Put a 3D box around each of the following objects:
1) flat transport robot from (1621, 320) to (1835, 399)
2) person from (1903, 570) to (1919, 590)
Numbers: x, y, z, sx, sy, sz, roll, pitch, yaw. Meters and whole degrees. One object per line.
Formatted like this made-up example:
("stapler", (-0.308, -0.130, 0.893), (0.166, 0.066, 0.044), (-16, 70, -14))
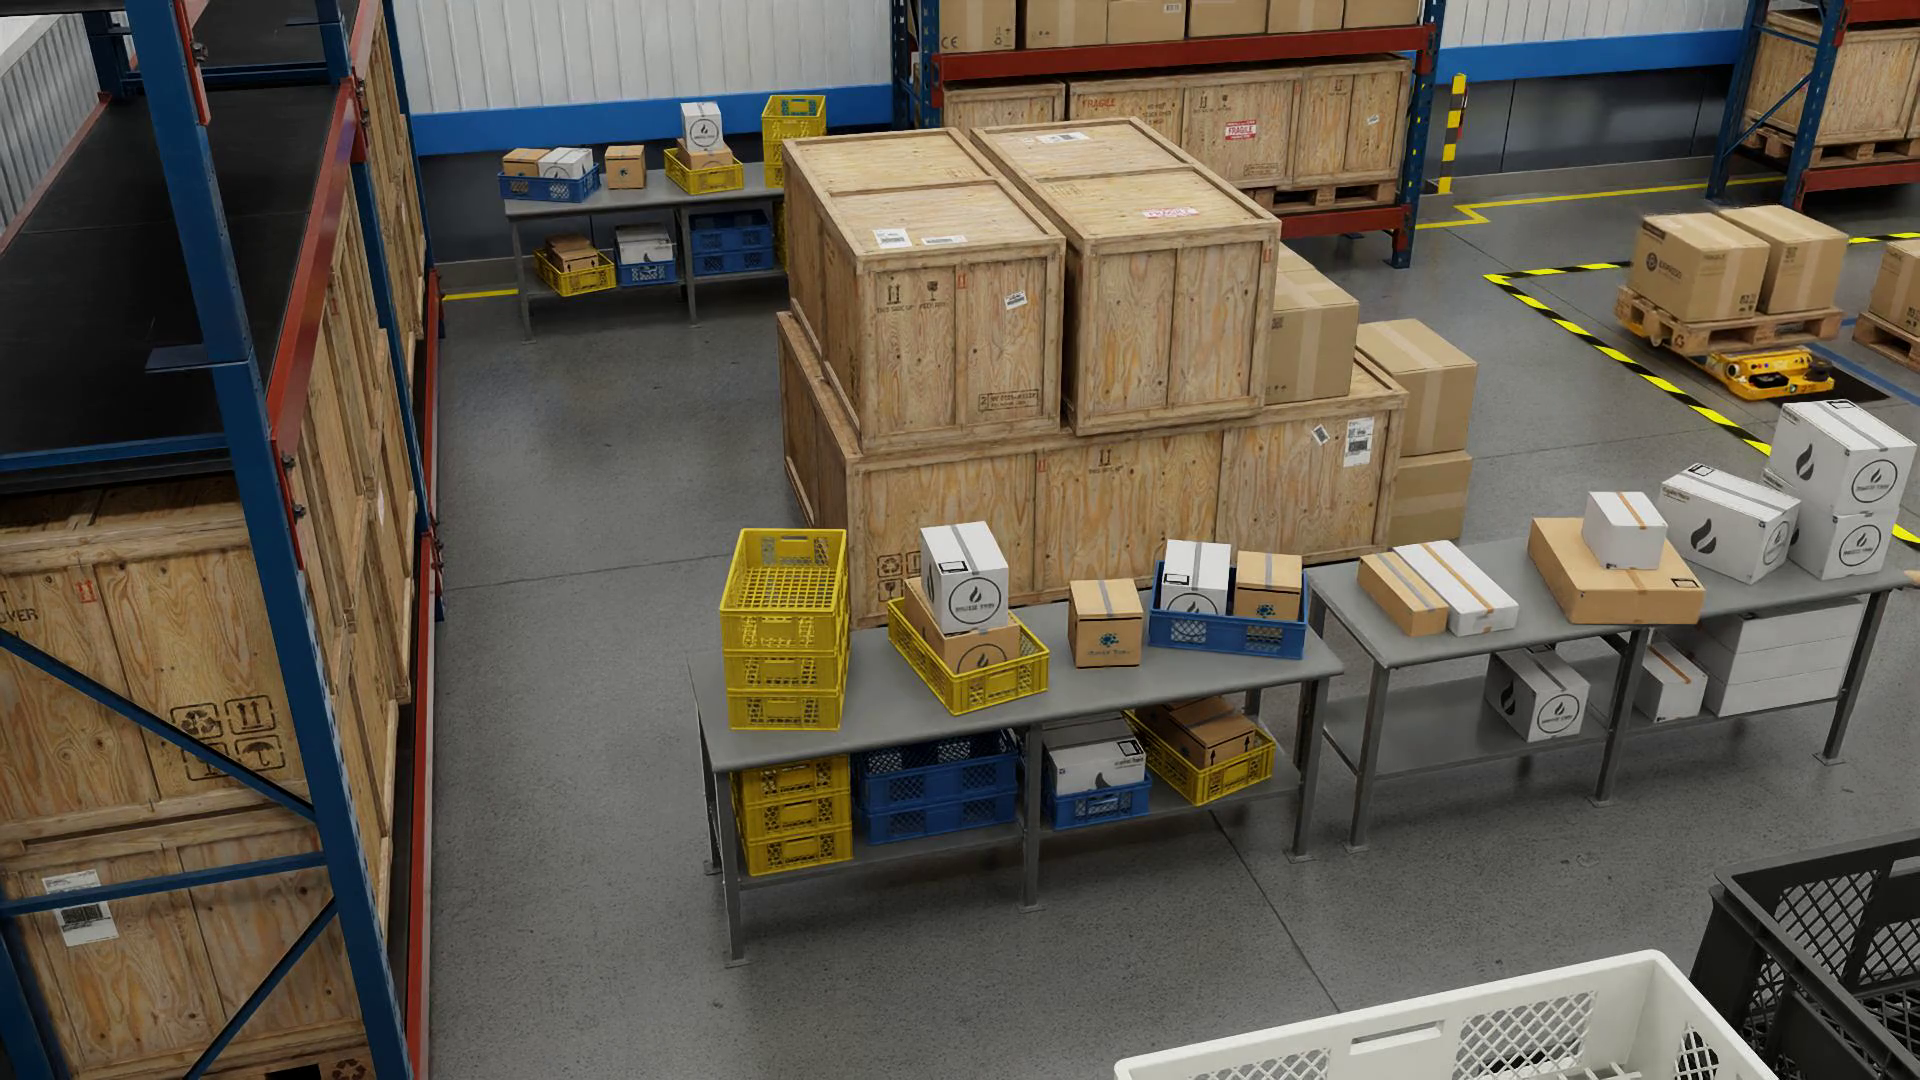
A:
("flat transport robot", (5.321, -1.367, 11.569), (0.652, 0.197, 1.431), (-7, 30, -13))
("person", (5.182, -0.553, 8.286), (0.385, 2.039, 0.613), (1, 29, 2))
